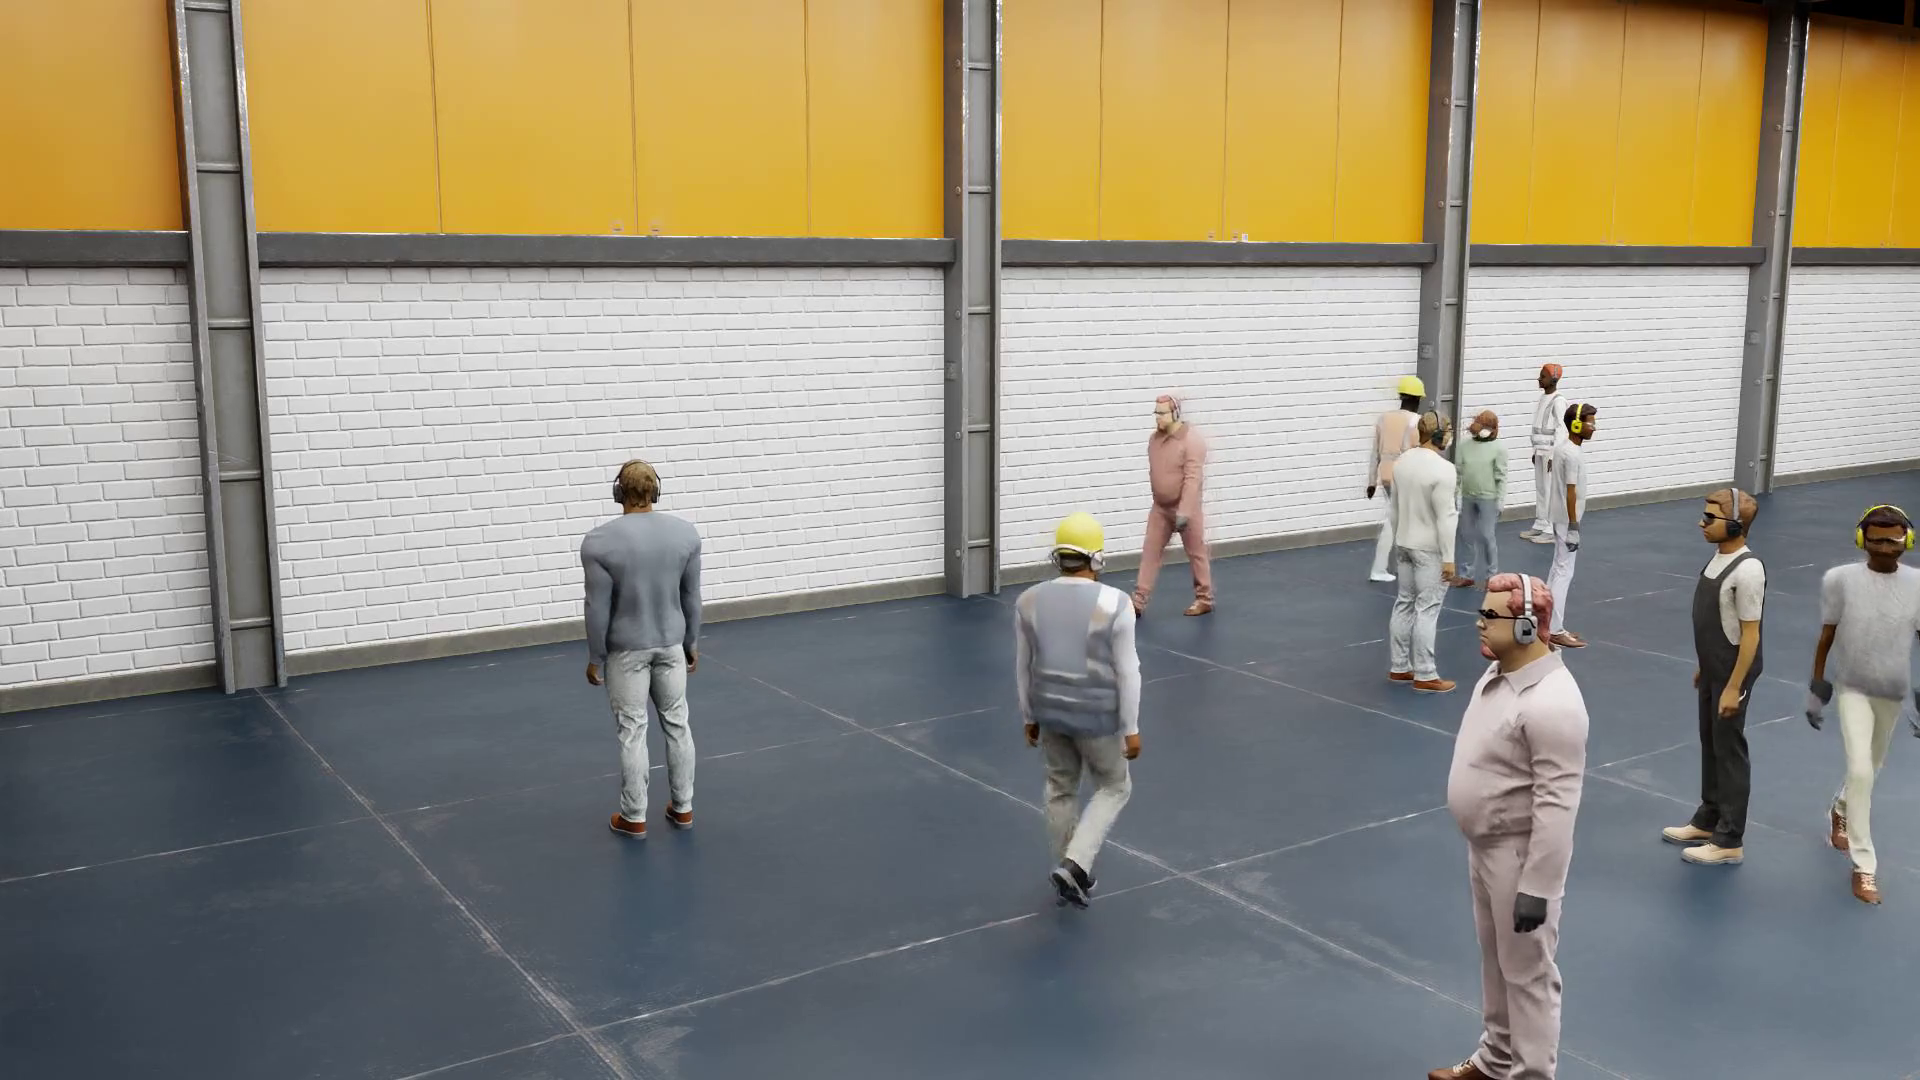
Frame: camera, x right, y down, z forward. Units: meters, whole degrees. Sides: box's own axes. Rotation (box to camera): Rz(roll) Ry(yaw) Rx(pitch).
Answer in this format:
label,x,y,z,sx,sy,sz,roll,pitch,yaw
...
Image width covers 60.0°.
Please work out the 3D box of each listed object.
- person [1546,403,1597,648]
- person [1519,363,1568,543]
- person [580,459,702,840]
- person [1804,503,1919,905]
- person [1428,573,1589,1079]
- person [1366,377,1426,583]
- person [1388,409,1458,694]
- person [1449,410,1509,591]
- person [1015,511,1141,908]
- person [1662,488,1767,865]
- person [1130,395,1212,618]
label,x,y,z,sx,sy,sz,roll,pitch,yaw
person,4.666,-0.116,12.746,0.310,1.861,0.534,2,10,11
person,6.159,-0.912,17.476,0.355,1.884,0.575,0,9,-2
person,-1.612,0.555,8.471,0.629,1.940,0.378,-6,11,-30
person,4.344,0.712,7.939,0.535,1.822,0.978,2,10,13
person,1.831,1.051,5.576,0.399,1.909,0.642,0,9,2
person,4.129,-0.560,15.355,0.935,1.874,0.588,-5,11,-30
person,3.167,0.076,11.355,0.352,1.937,0.635,-3,10,-19
person,4.652,-0.352,14.901,0.316,1.626,0.536,-9,13,-43
person,0.520,0.782,7.455,0.615,1.818,0.463,6,11,31
person,3.712,0.661,8.111,0.344,1.847,0.506,1,10,8
person,1.712,-0.256,13.624,0.983,1.850,0.649,-8,12,-39
